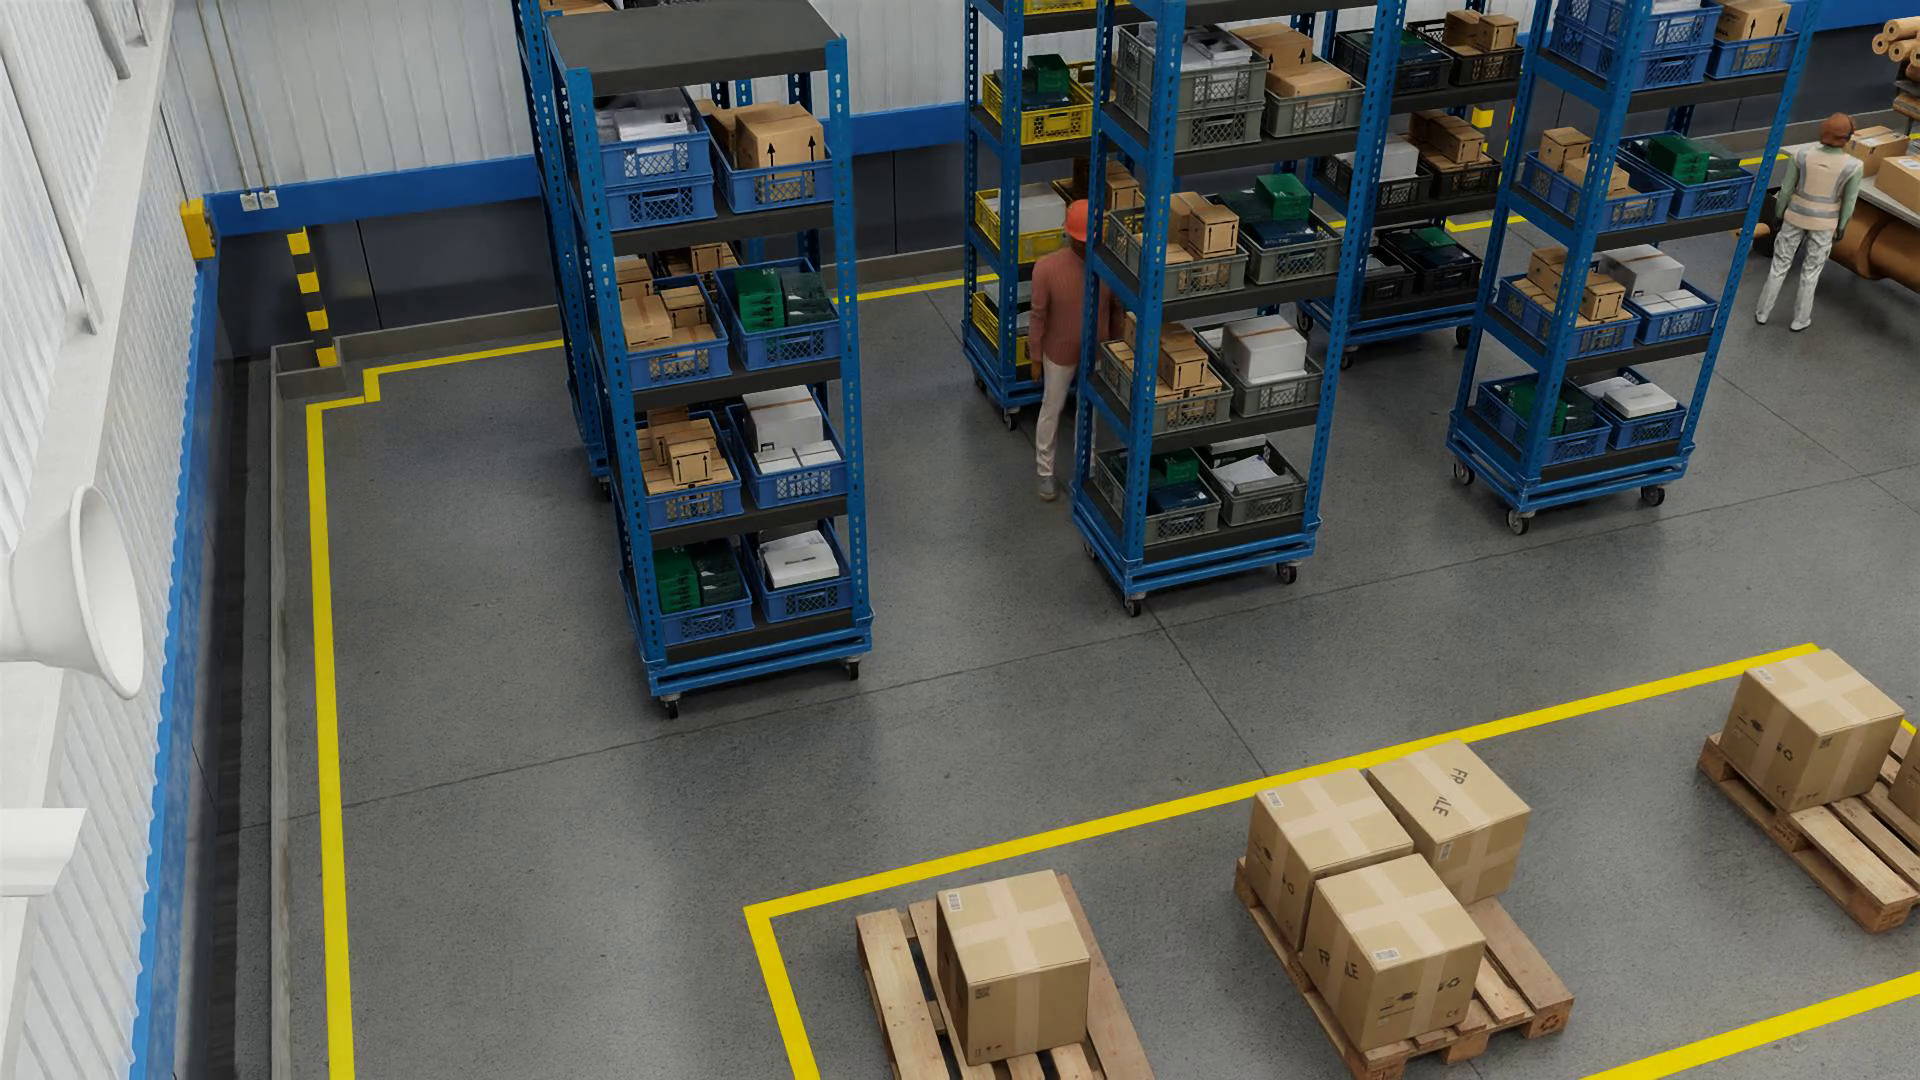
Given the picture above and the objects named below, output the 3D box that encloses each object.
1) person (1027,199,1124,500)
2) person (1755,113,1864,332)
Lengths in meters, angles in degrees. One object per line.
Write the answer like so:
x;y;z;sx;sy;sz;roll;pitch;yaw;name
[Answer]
0.721;-1.162;10.195;0.623;1.992;0.396;-11;37;-15;person
6.190;-2.304;12.118;0.511;1.640;0.307;21;40;27;person
